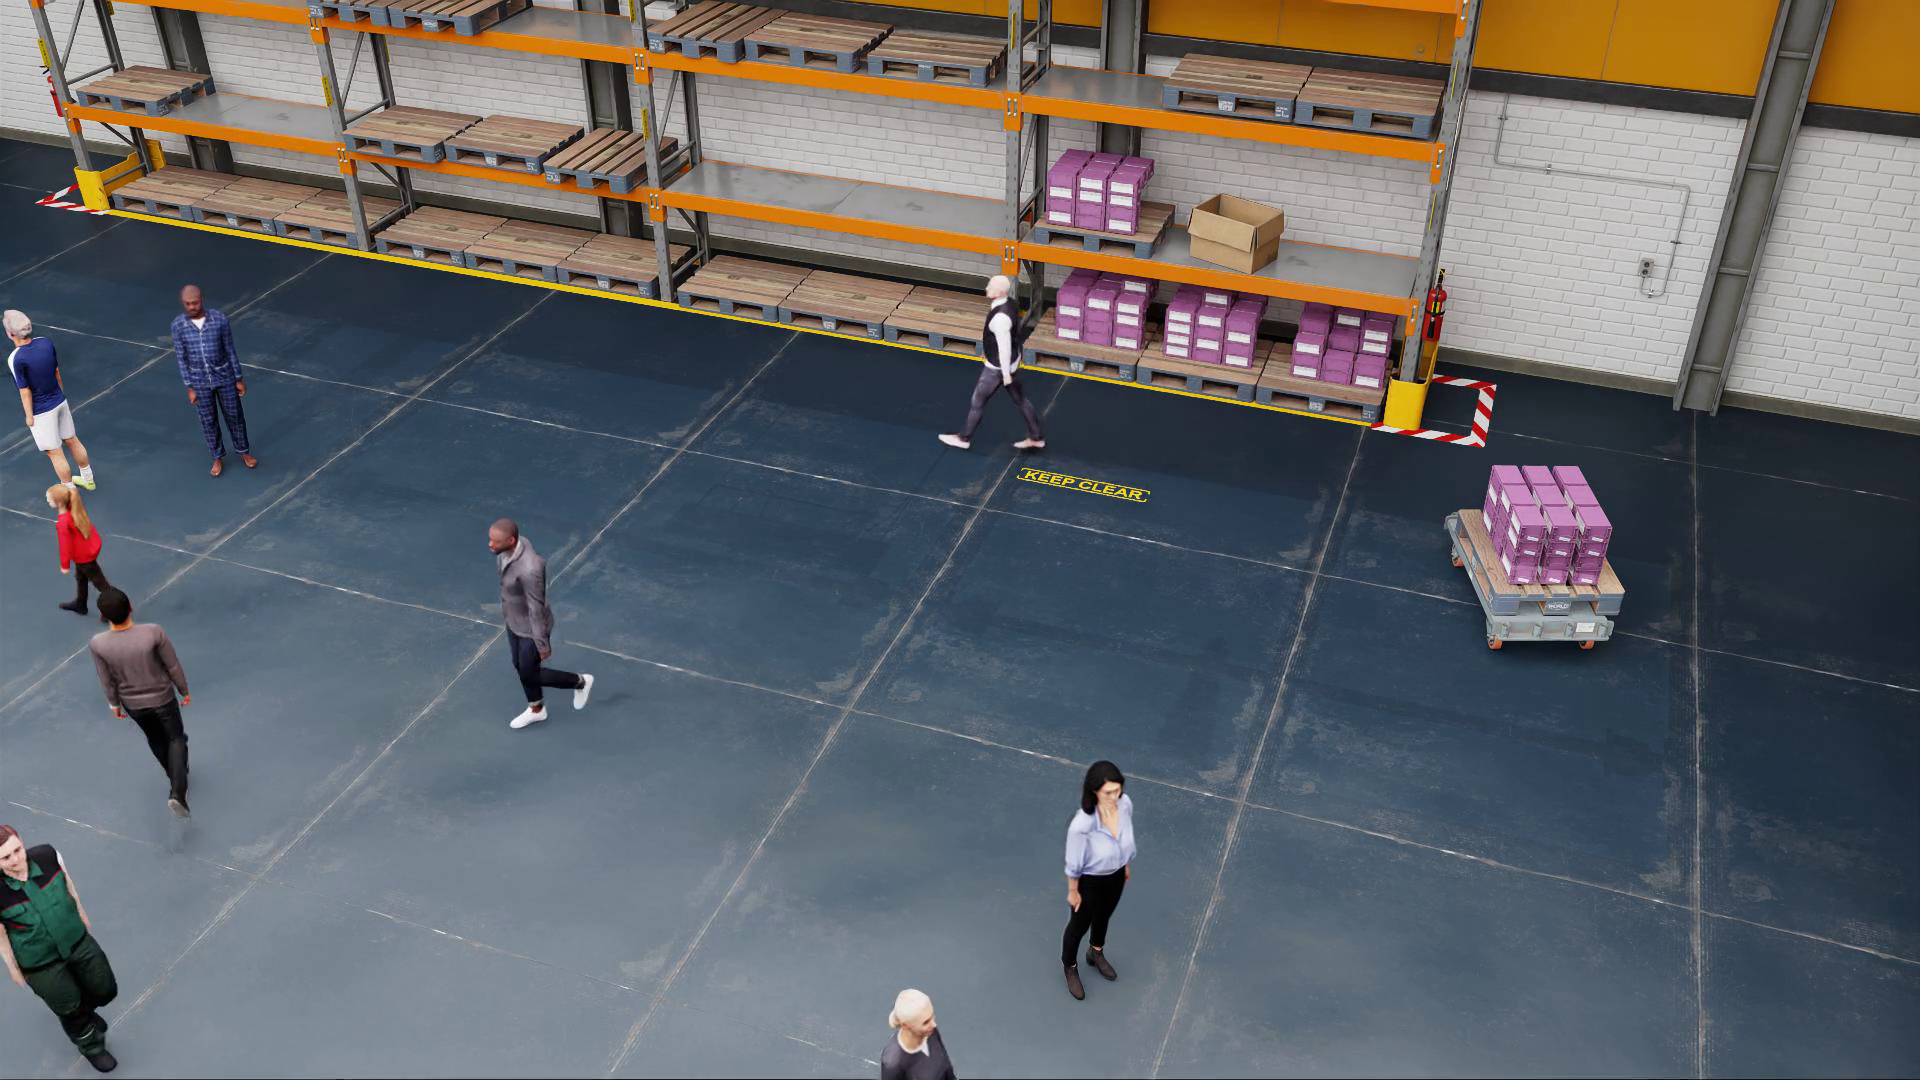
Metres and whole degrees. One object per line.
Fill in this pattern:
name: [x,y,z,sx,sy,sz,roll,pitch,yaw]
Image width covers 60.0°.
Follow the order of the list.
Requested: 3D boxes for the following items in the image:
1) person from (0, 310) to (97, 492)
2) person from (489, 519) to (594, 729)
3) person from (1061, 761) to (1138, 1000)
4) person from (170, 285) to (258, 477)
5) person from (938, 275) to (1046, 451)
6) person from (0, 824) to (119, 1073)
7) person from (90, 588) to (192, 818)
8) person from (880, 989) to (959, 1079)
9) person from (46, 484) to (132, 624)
person: [-7.991,-1.176,14.545,0.597,1.839,0.661,7,34,10]
person: [-3.023,0.572,11.951,1.036,1.799,0.991,-21,39,-29]
person: [0.819,1.996,9.860,0.737,1.743,0.751,-22,39,-29]
person: [-6.759,-1.472,15.008,0.762,1.820,0.813,-16,37,-23]
person: [0.464,-1.566,15.190,1.265,1.775,0.816,6,34,10]
person: [-5.157,2.262,9.380,0.798,1.831,0.731,19,38,26]
person: [-5.455,1.117,11.170,1.023,1.757,1.044,18,38,25]
person: [-0.319,2.895,8.557,1.060,1.689,0.703,15,36,21]
person: [-6.851,0.112,13.130,0.877,1.261,0.722,-3,34,-5]
